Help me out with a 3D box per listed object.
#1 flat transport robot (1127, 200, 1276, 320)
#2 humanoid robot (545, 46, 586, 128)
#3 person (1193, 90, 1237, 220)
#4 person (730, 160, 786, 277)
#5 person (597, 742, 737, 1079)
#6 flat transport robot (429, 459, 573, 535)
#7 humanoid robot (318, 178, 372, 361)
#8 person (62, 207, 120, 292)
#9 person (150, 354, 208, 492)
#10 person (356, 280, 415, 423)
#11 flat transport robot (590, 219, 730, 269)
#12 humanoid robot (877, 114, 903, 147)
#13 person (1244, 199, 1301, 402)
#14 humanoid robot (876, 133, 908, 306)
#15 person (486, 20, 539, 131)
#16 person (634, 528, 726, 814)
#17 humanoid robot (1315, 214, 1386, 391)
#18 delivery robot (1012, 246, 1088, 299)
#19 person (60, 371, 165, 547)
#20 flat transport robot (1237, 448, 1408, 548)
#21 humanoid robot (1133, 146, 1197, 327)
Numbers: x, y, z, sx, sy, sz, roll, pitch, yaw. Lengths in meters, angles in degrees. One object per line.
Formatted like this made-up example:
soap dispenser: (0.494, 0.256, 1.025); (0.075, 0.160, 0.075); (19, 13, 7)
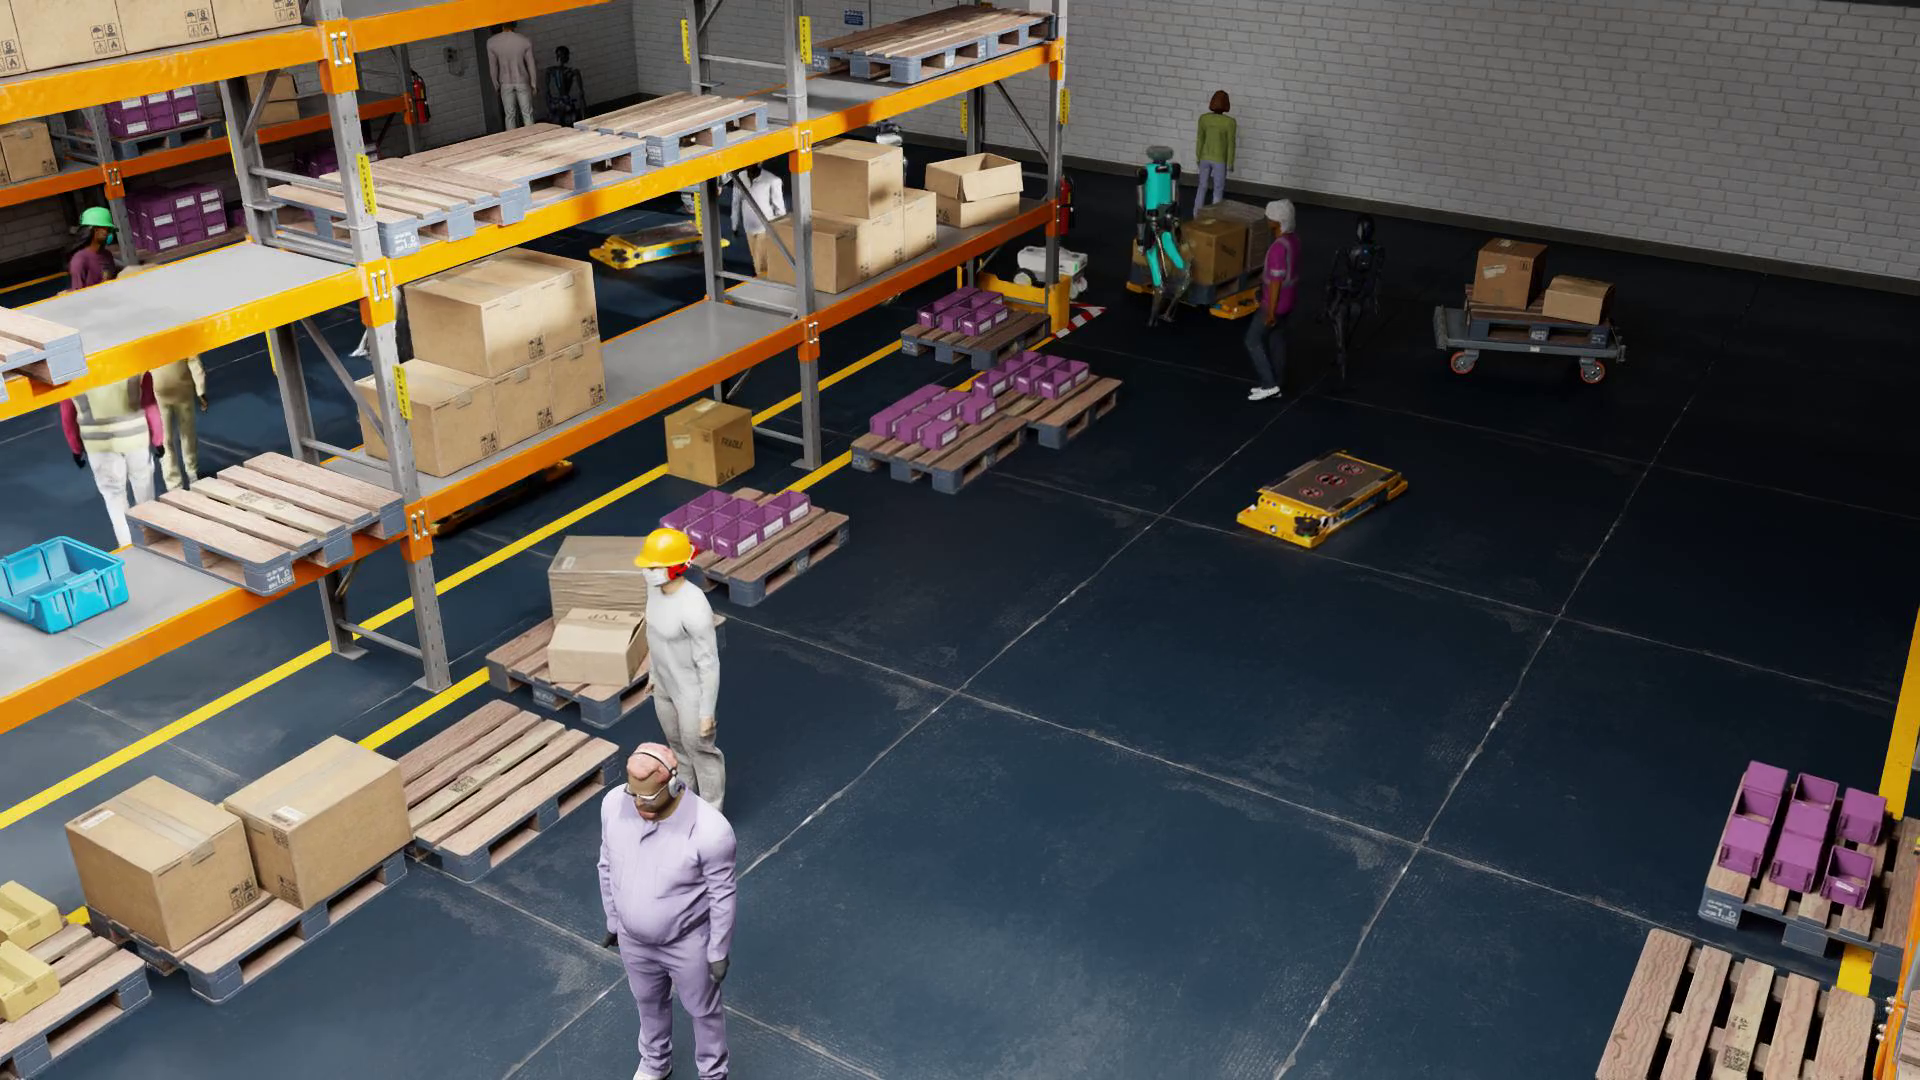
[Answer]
flat transport robot: (2.493, -2.606, 17.333); (0.659, 0.231, 1.431); (-24, 35, -38)
humanoid robot: (-5.144, -5.578, 21.643); (0.588, 1.644, 0.426); (6, 28, 12)
person: (2.966, -4.413, 19.405); (0.505, 1.621, 0.332); (20, 33, 34)
person: (-2.078, -3.124, 16.726); (0.595, 1.730, 0.627); (15, 31, 28)
person: (-1.254, 1.678, 7.089); (0.639, 1.904, 0.413); (10, 29, 19)
flat transport robot: (-3.792, -0.451, 13.086); (0.659, 0.231, 1.431); (16, 31, 28)
humanoid robot: (-5.559, -2.551, 15.557); (0.674, 1.759, 0.543); (-21, 34, -36)
person: (-7.209, -1.788, 13.919); (0.405, 1.908, 0.691); (4, 27, 8)
person: (-6.082, -1.110, 12.778); (0.567, 1.715, 0.784); (-13, 30, -23)
person: (-4.747, -1.772, 14.100); (0.917, 1.711, 0.771); (-5, 27, -11)
flat transport robot: (-3.389, -3.340, 18.780); (1.431, 0.231, 0.659); (-20, 33, -34)
humanoid robot: (-0.747, -4.205, 18.946); (0.630, 1.634, 0.589); (-10, 29, -20)
person: (2.752, -2.097, 14.599); (0.402, 1.833, 0.533); (16, 31, 28)
humanoid robot: (-0.570, -3.329, 17.142); (0.840, 1.776, 0.543); (-23, 35, -37)
person: (-6.011, -6.158, 22.490); (0.629, 1.940, 0.371); (-3, 27, -7)
person: (-1.479, 0.790, 8.847); (0.374, 1.896, 0.571); (-21, 33, -35)
humanoid robot: (3.505, -2.158, 14.947); (0.616, 1.628, 0.765); (-8, 28, -14)
delivery robot: (0.960, -2.872, 17.546); (0.802, 0.600, 0.499); (12, 29, 22)
person: (-6.032, -0.708, 11.907); (0.628, 1.807, 0.935); (-16, 31, -28)
flat transport robot: (2.823, -0.339, 12.865); (0.659, 0.231, 1.431); (23, 35, 37)
humanoid robot: (2.059, -2.887, 16.372); (0.533, 1.874, 0.740); (-16, 31, -29)
